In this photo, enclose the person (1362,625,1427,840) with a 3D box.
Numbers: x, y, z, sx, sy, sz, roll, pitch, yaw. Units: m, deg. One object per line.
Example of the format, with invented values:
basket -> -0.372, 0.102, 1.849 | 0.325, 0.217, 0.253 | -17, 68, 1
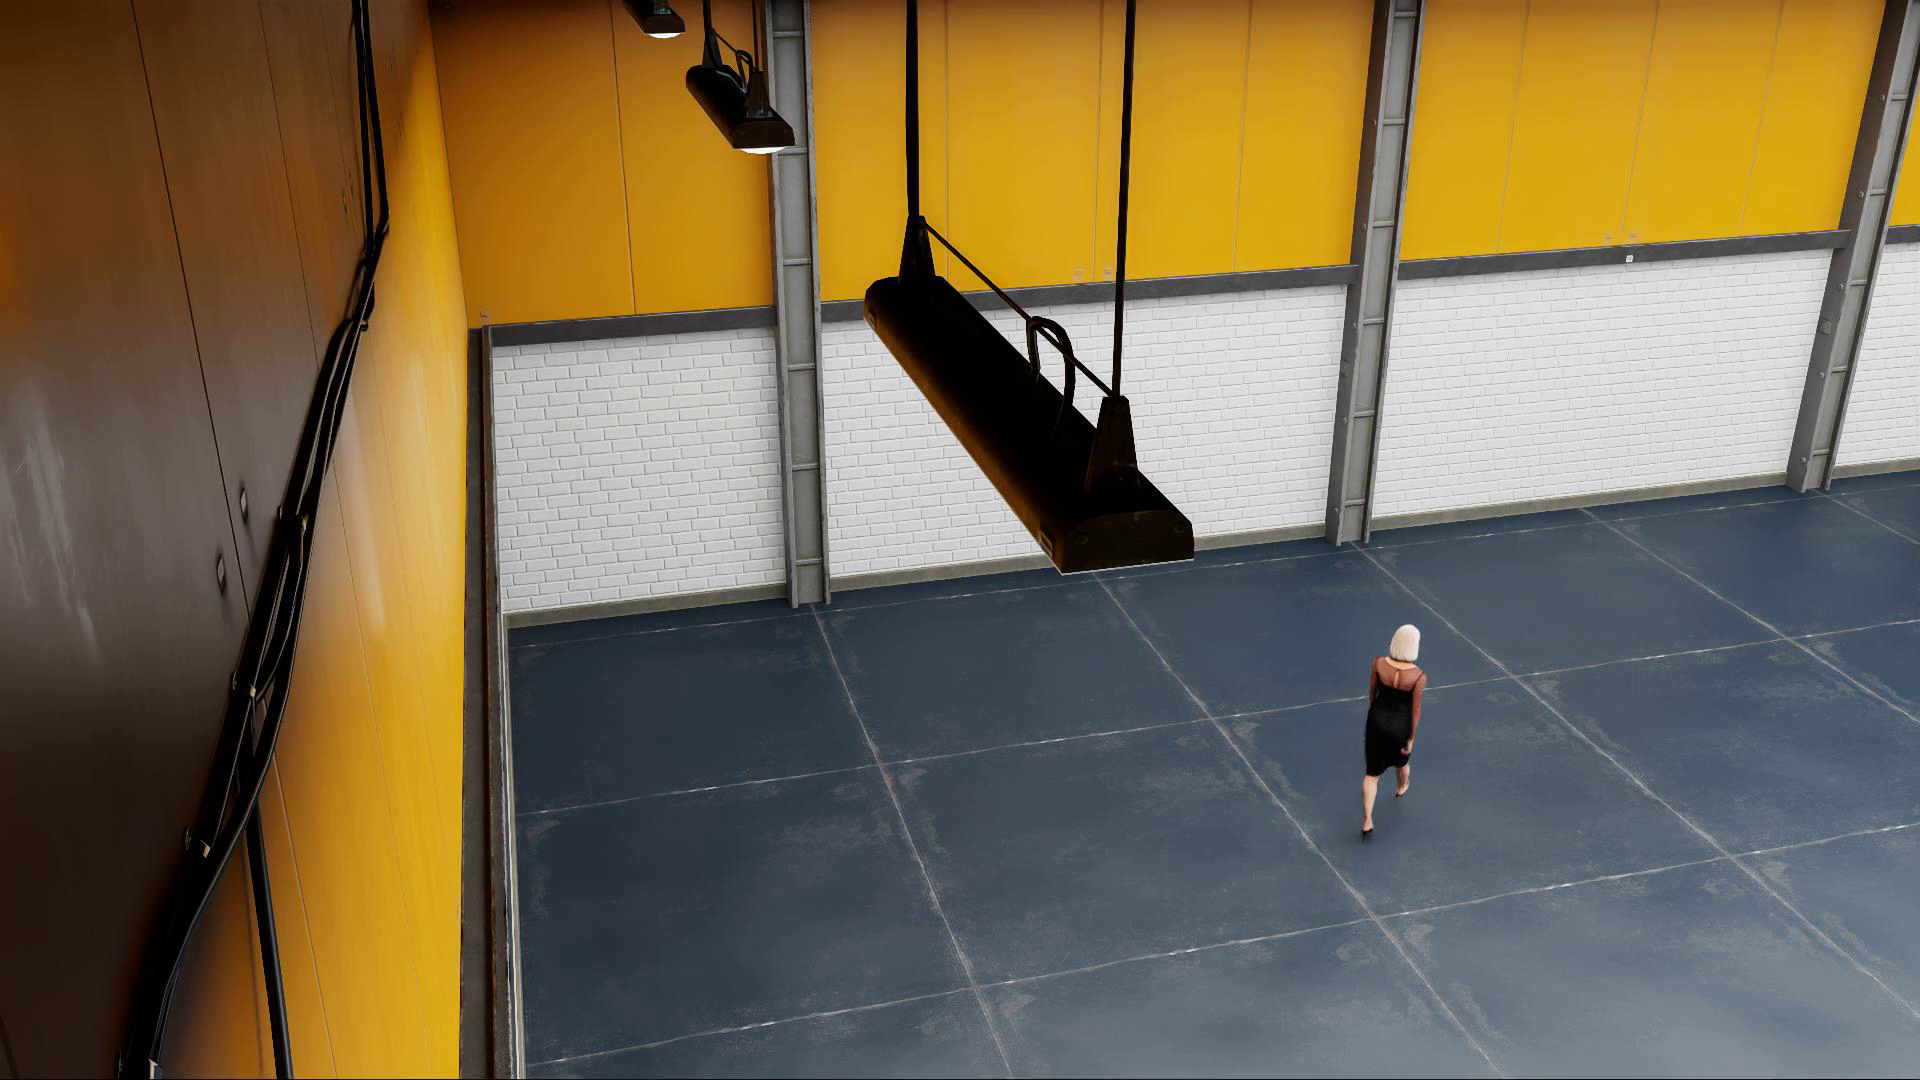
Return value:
person -> 3.250, 1.506, 12.727 | 1.063, 1.690, 1.114 | 12, 27, 26
